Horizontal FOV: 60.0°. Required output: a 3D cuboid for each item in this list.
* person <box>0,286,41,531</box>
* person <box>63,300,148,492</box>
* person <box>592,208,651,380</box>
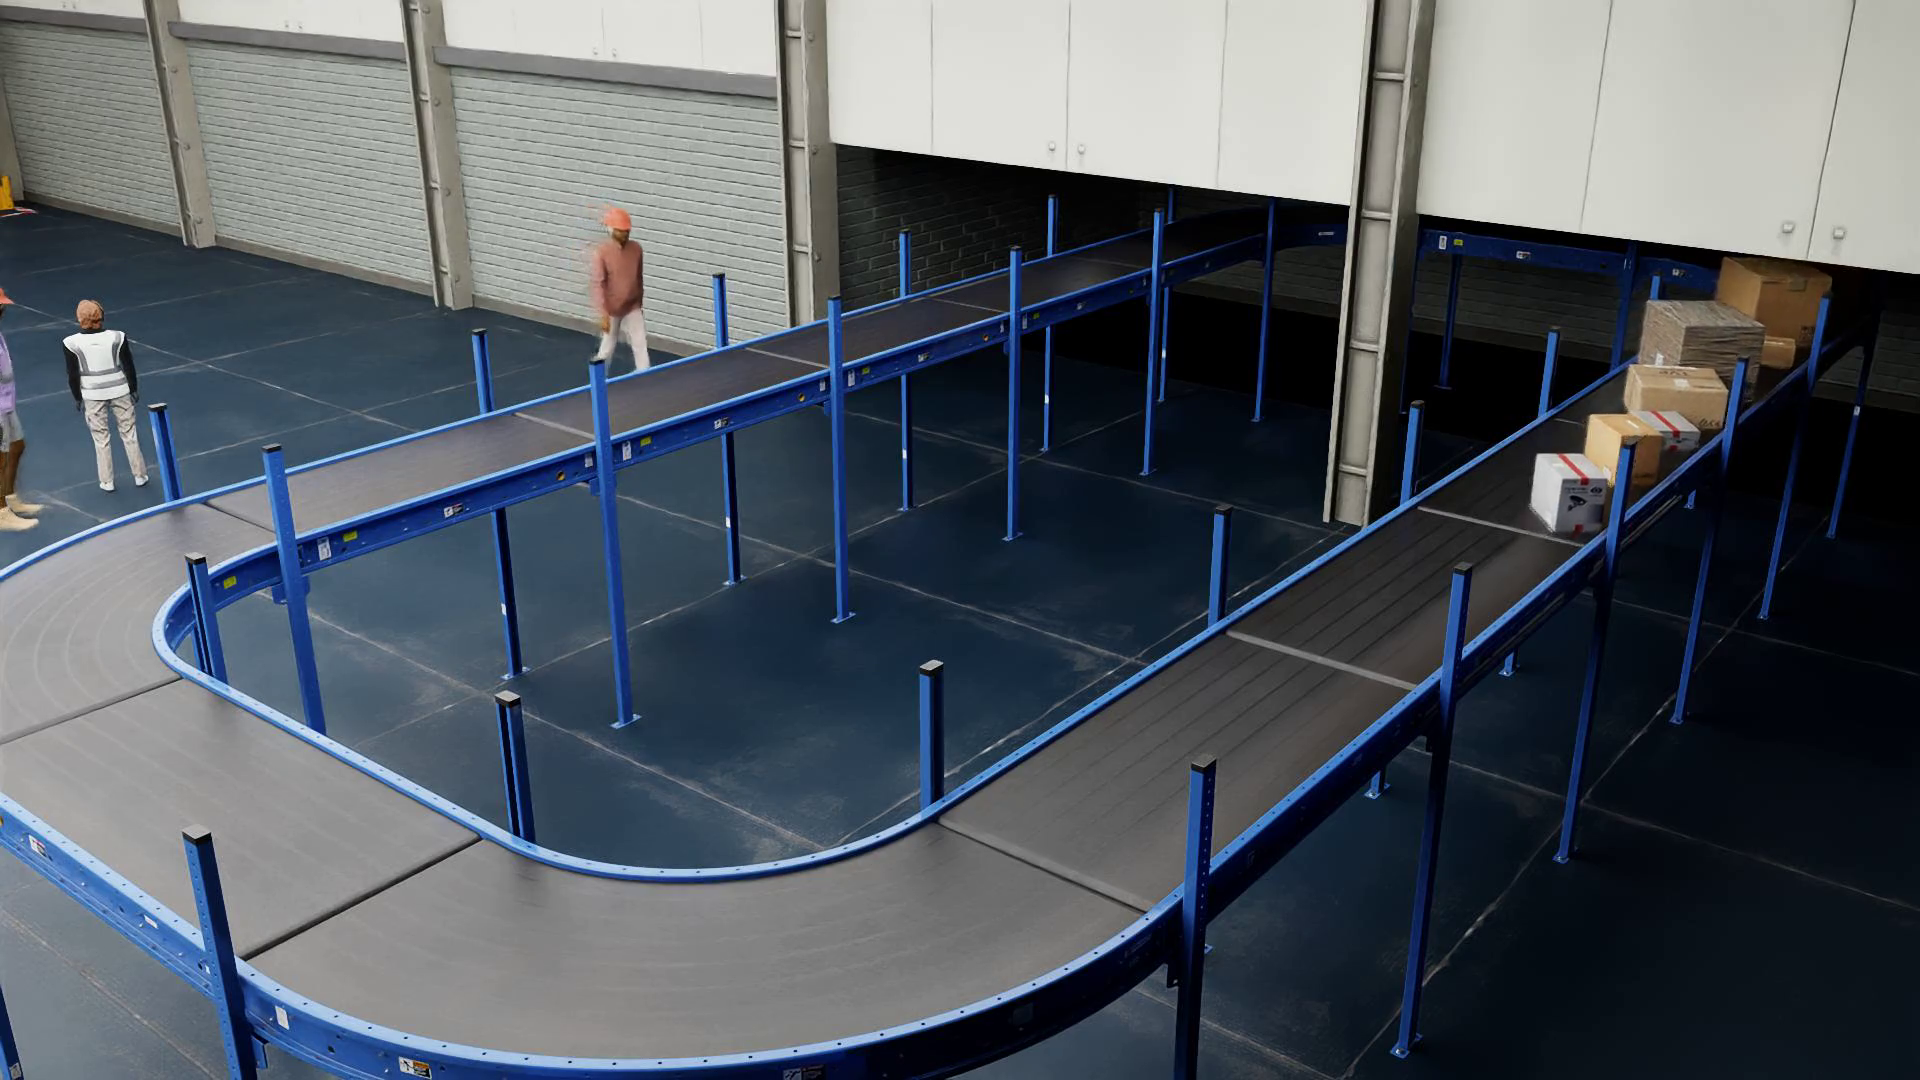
[{"bbox_3d":[-7.579,-1.064,13.133,0.462,2.030,0.690,-7,23,-18],"label":"person"},{"bbox_3d":[-7.198,-1.211,14.024,0.521,1.640,0.306,-13,25,-29],"label":"person"},{"bbox_3d":[-3.350,-2.299,16.385,0.640,1.944,1.024,-20,29,-41],"label":"person"}]
